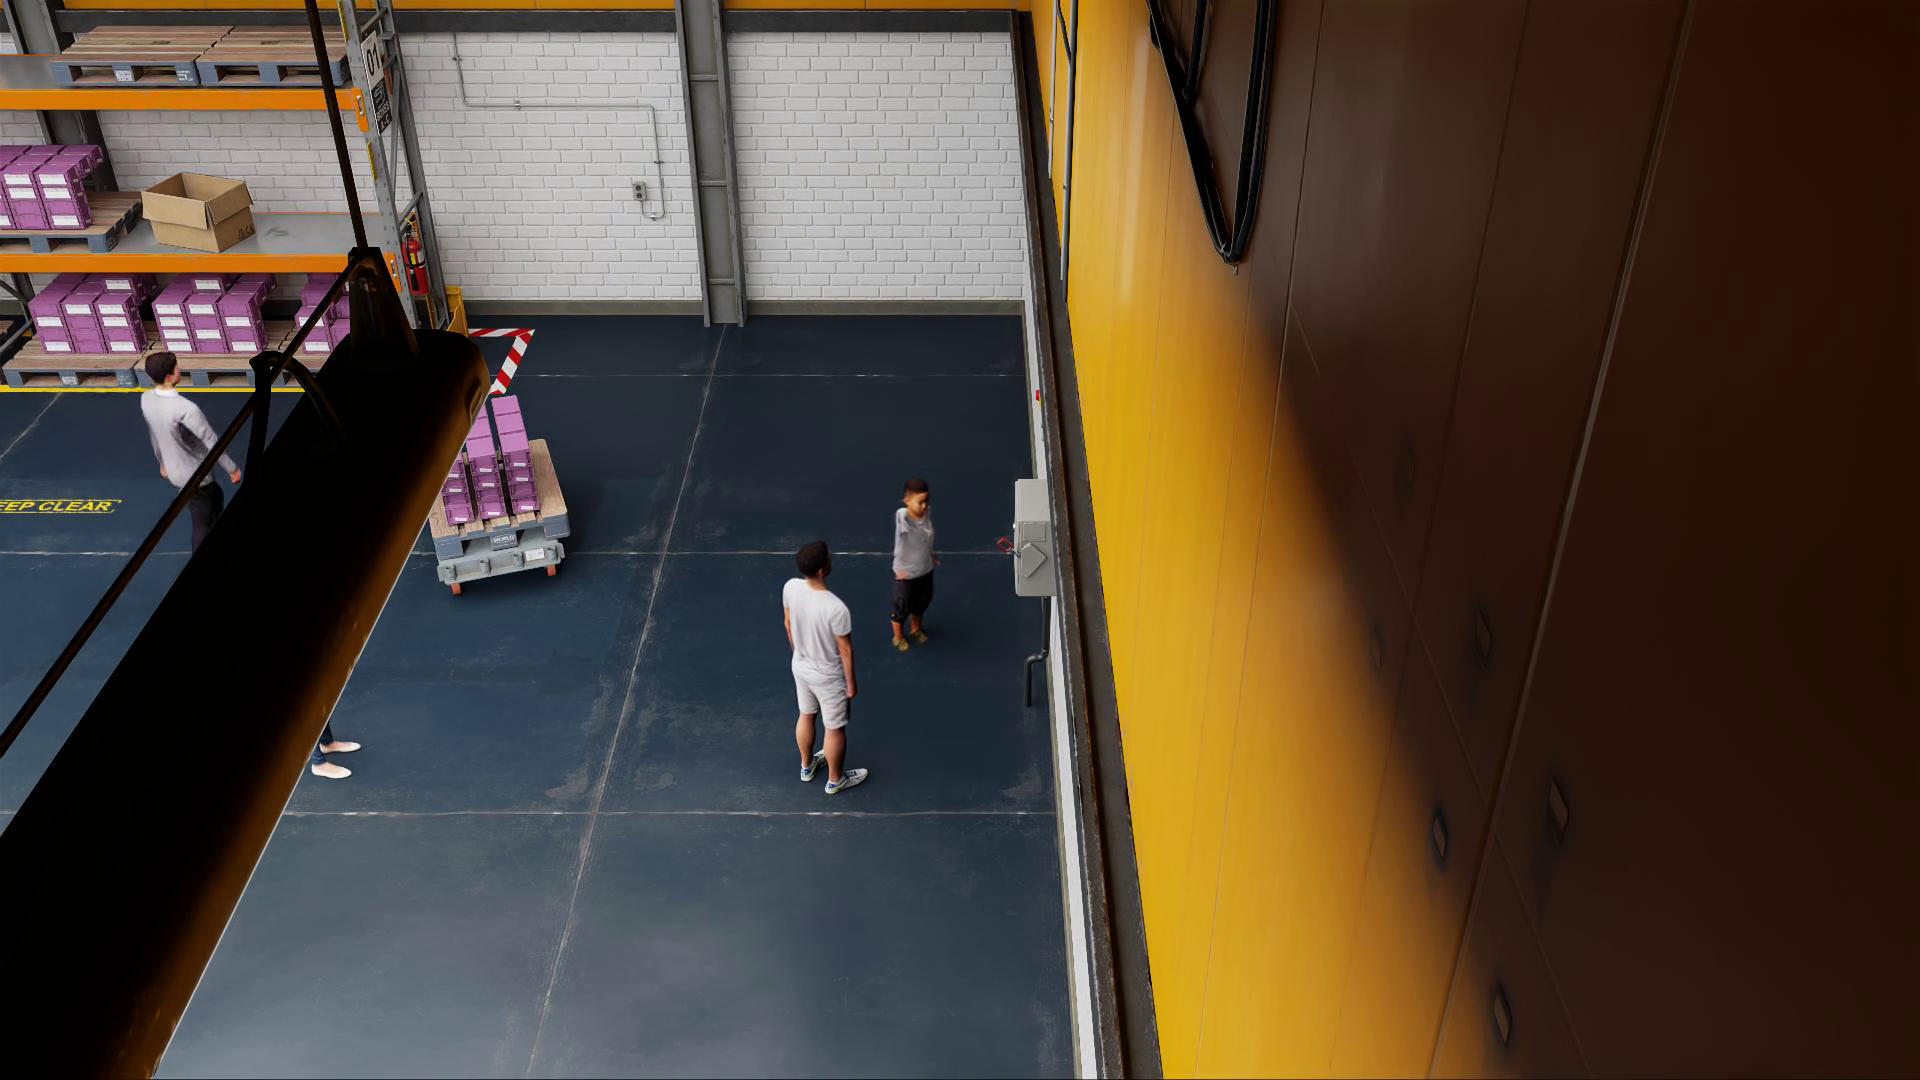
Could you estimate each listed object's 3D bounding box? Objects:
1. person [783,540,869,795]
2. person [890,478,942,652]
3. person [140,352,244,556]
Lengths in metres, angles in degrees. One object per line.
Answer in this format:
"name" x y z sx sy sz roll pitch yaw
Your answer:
"person" -0.886 0.798 10.508 0.729 1.853 0.819 24 41 32
"person" -0.340 0.131 11.876 0.599 1.449 0.680 -24 40 -31
"person" -5.806 -0.472 12.378 1.046 1.898 1.085 23 40 31
